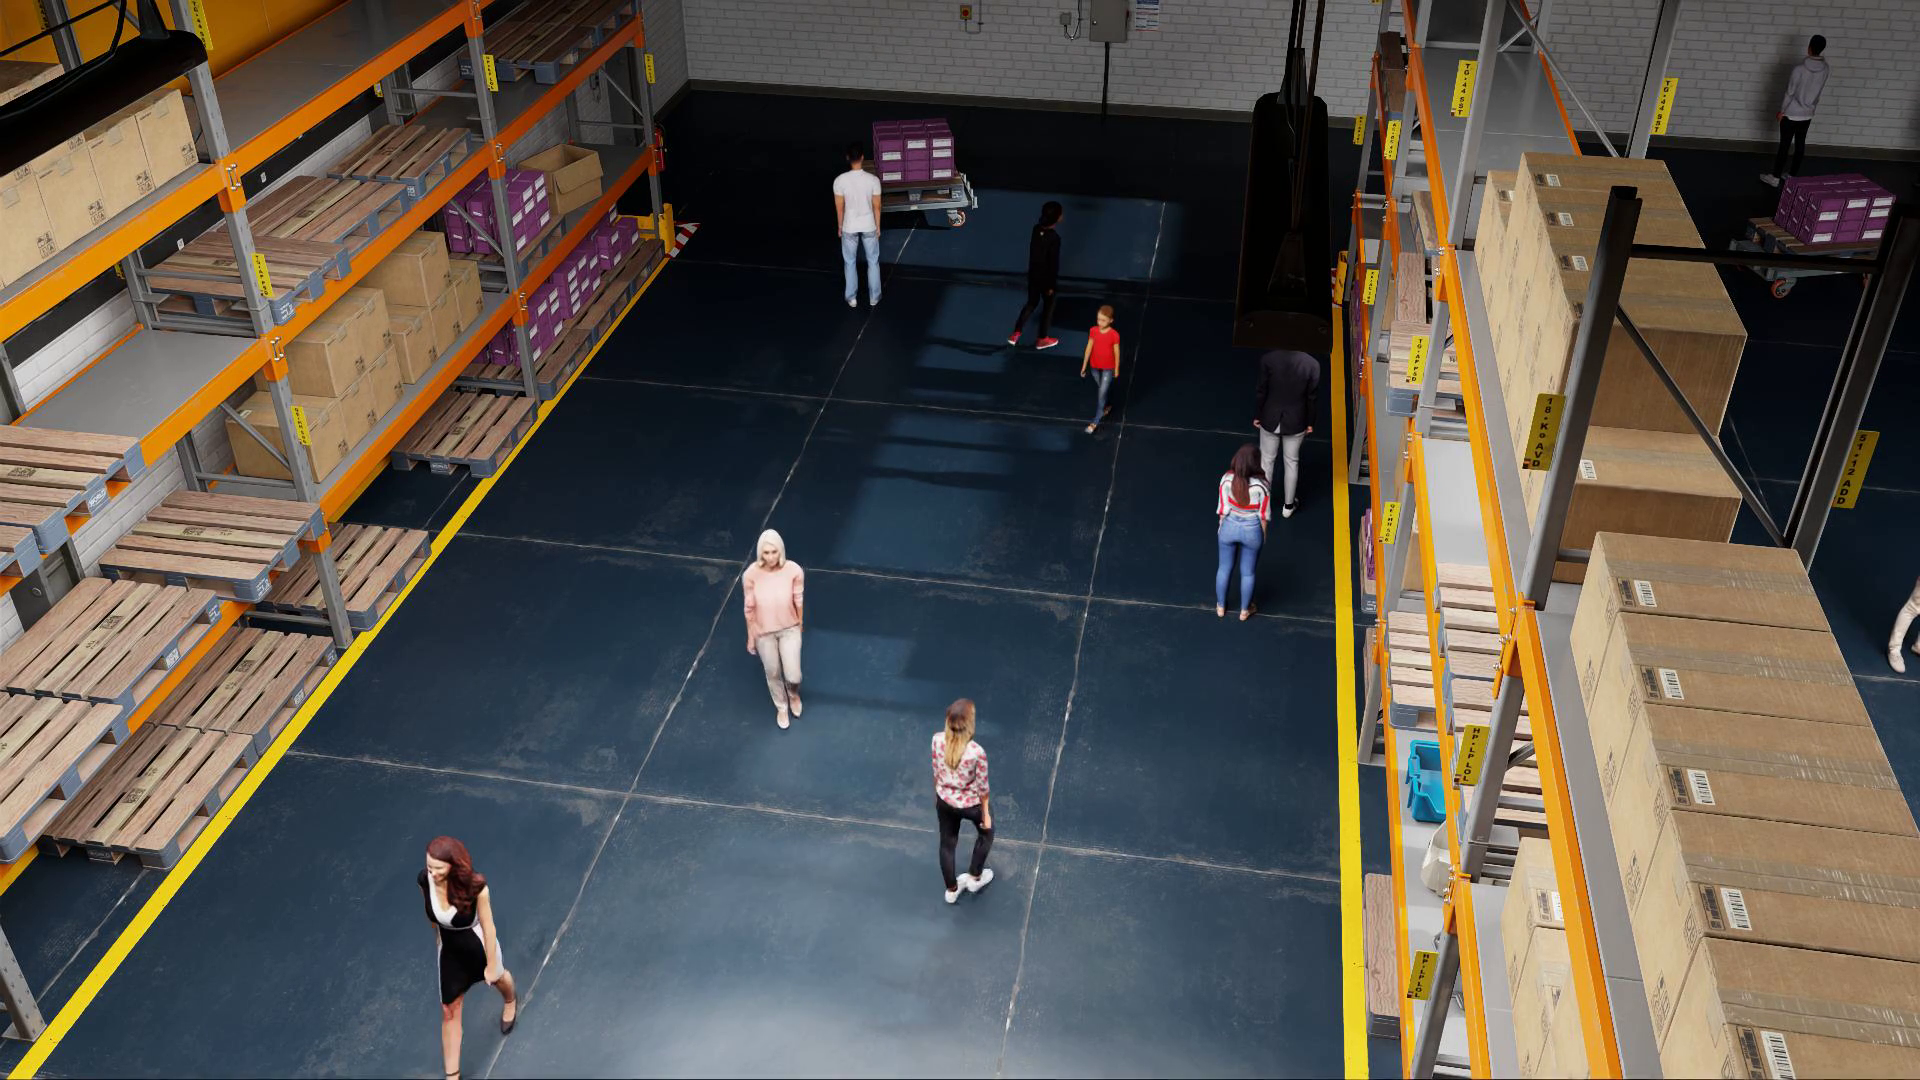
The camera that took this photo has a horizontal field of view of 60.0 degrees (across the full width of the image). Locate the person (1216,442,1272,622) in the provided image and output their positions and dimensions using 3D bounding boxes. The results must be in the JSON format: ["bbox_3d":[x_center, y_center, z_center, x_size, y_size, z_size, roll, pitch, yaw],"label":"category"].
[{"bbox_3d":[2.268,-0.074,13.394,0.627,1.614,0.573,12,35,17],"label":"person"}]

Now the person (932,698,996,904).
[{"bbox_3d":[-0.028,1.730,10.671,0.664,1.624,0.679,16,37,23],"label":"person"}]

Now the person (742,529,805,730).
[{"bbox_3d":[-1.362,0.613,12.269,0.675,1.714,0.694,-4,34,-6],"label":"person"}]

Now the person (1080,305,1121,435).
[{"bbox_3d":[1.417,-1.709,16.152,0.692,1.283,0.932,20,39,27],"label":"person"}]

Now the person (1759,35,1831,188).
[{"bbox_3d":[10.735,-5.482,21.245,0.761,1.930,0.739,-7,34,-11],"label":"person"}]

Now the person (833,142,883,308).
[{"bbox_3d":[-1.104,-3.453,18.253,0.727,1.863,0.656,-2,34,-4],"label":"person"}]

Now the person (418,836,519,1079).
[{"bbox_3d":[-2.803,2.326,9.656,0.609,1.754,1.125,6,34,8],"label":"person"}]

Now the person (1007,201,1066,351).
[{"bbox_3d":[0.815,-2.726,17.345,0.959,1.656,0.885,-27,42,-34],"label":"person"}]

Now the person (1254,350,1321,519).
[{"bbox_3d":[2.853,-1.090,14.611,0.711,1.958,0.601,8,34,12],"label":"person"}]
